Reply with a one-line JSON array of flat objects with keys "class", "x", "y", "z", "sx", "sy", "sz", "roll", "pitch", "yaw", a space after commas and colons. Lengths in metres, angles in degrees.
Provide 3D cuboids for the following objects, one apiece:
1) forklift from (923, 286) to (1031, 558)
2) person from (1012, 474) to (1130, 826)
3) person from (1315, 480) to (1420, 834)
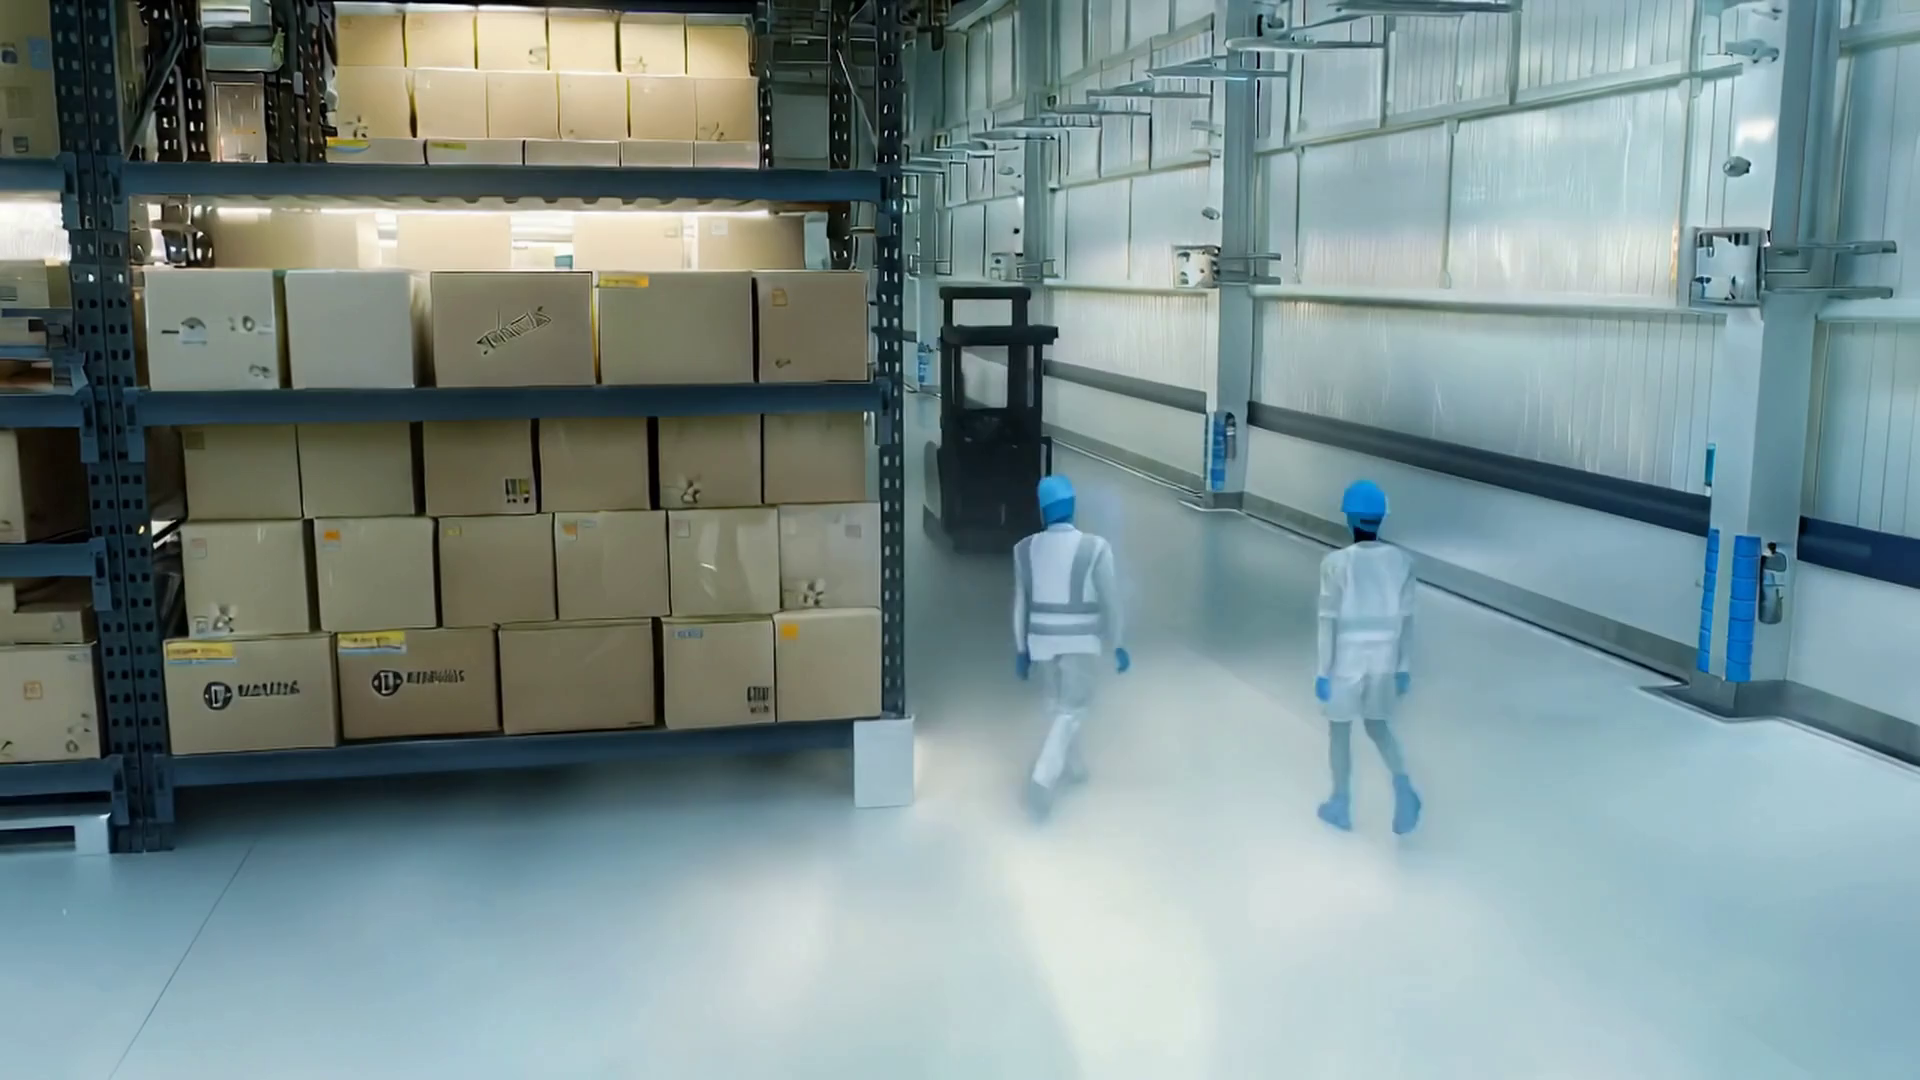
[{"class": "forklift", "x": 0.264, "y": -1.340, "z": 17.968, "sx": 1.129, "sy": 2.768, "sz": 1.873, "roll": -2, "pitch": 10, "yaw": -12}, {"class": "person", "x": 0.538, "y": 0.595, "z": 9.194, "sx": 0.639, "sy": 1.890, "sz": 0.919, "roll": 7, "pitch": 11, "yaw": 35}, {"class": "person", "x": 2.159, "y": 0.647, "z": 8.801, "sx": 0.548, "sy": 1.921, "sz": 0.654, "roll": -3, "pitch": 10, "yaw": -17}]
